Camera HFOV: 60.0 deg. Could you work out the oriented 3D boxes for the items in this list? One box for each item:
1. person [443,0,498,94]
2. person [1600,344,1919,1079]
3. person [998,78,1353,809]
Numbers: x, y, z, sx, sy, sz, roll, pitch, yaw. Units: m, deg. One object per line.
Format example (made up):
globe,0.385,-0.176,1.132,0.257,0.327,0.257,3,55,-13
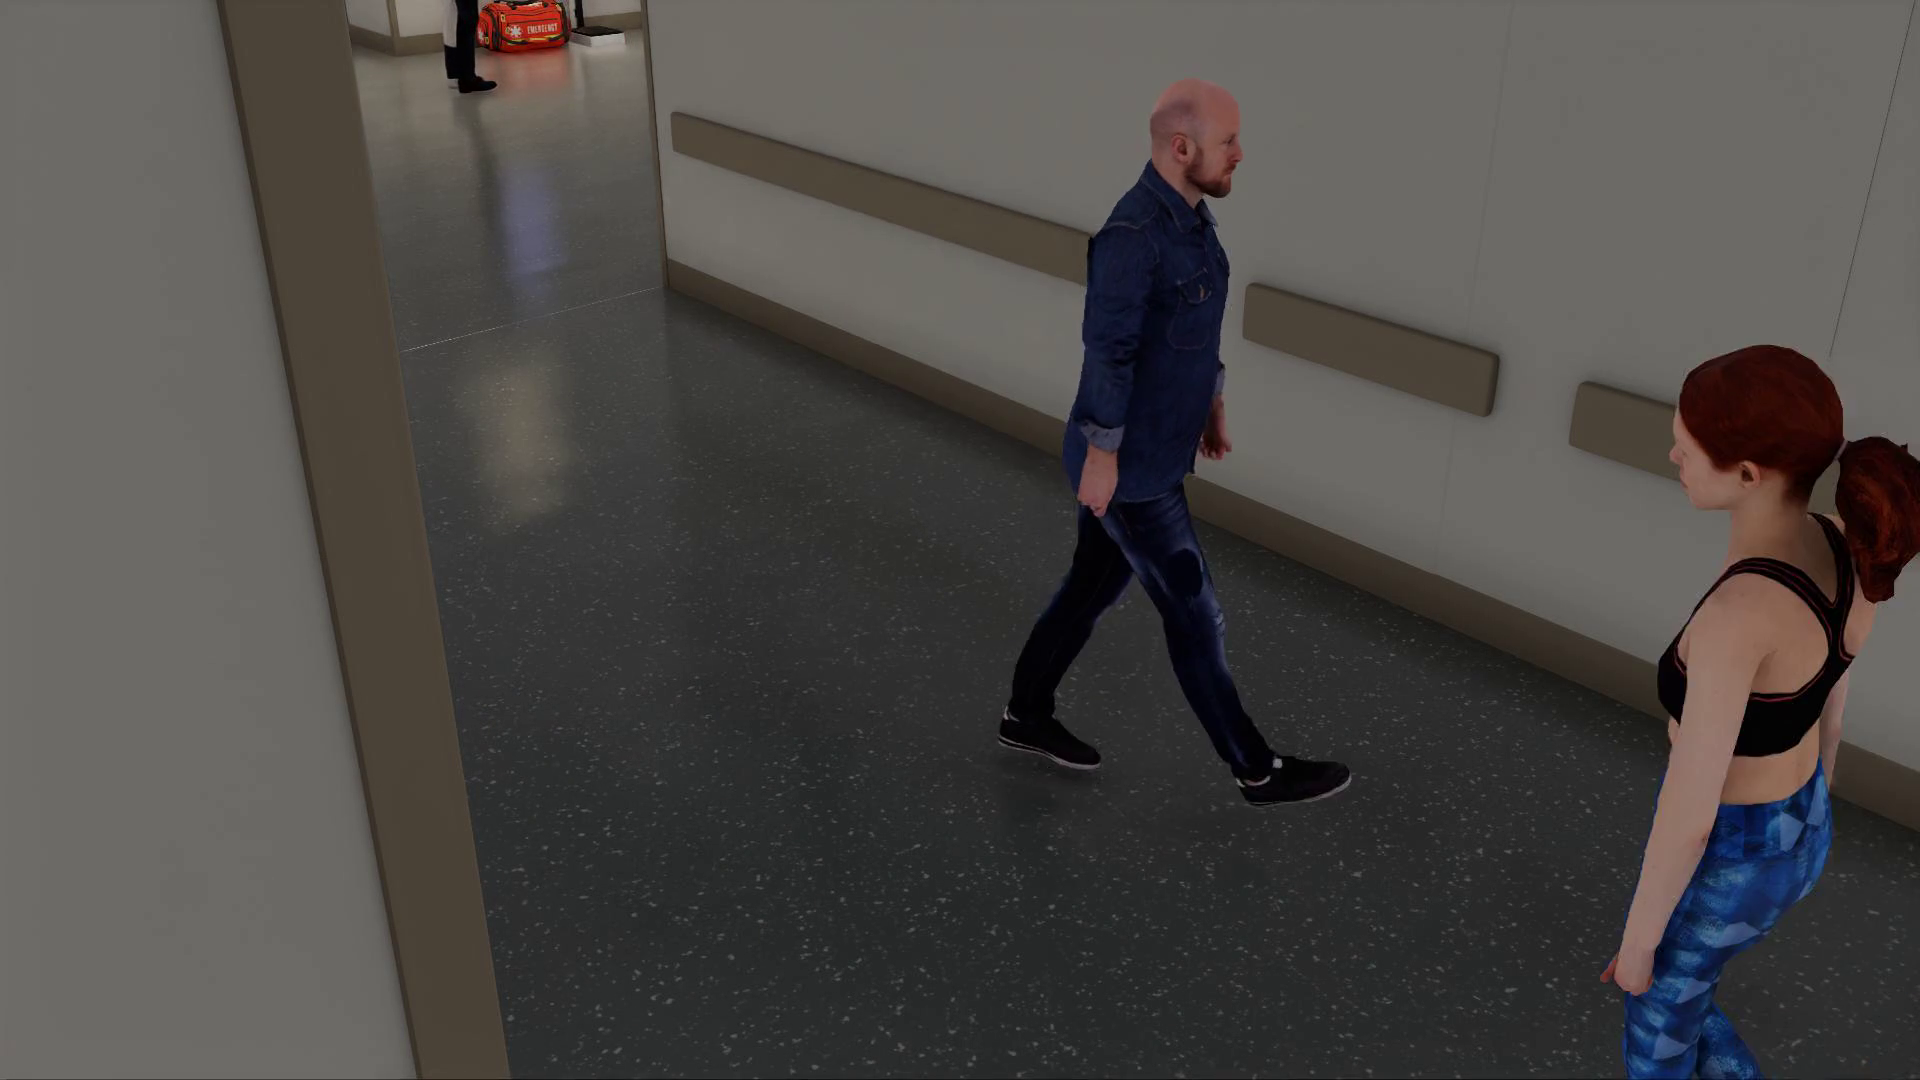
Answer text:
person,-3.862,-4.393,12.657,0.567,1.887,0.687,-20,32,-35
person,1.210,0.581,2.485,0.683,1.763,0.690,-16,30,-30
person,0.351,-0.177,4.039,1.182,1.780,1.229,8,27,17
